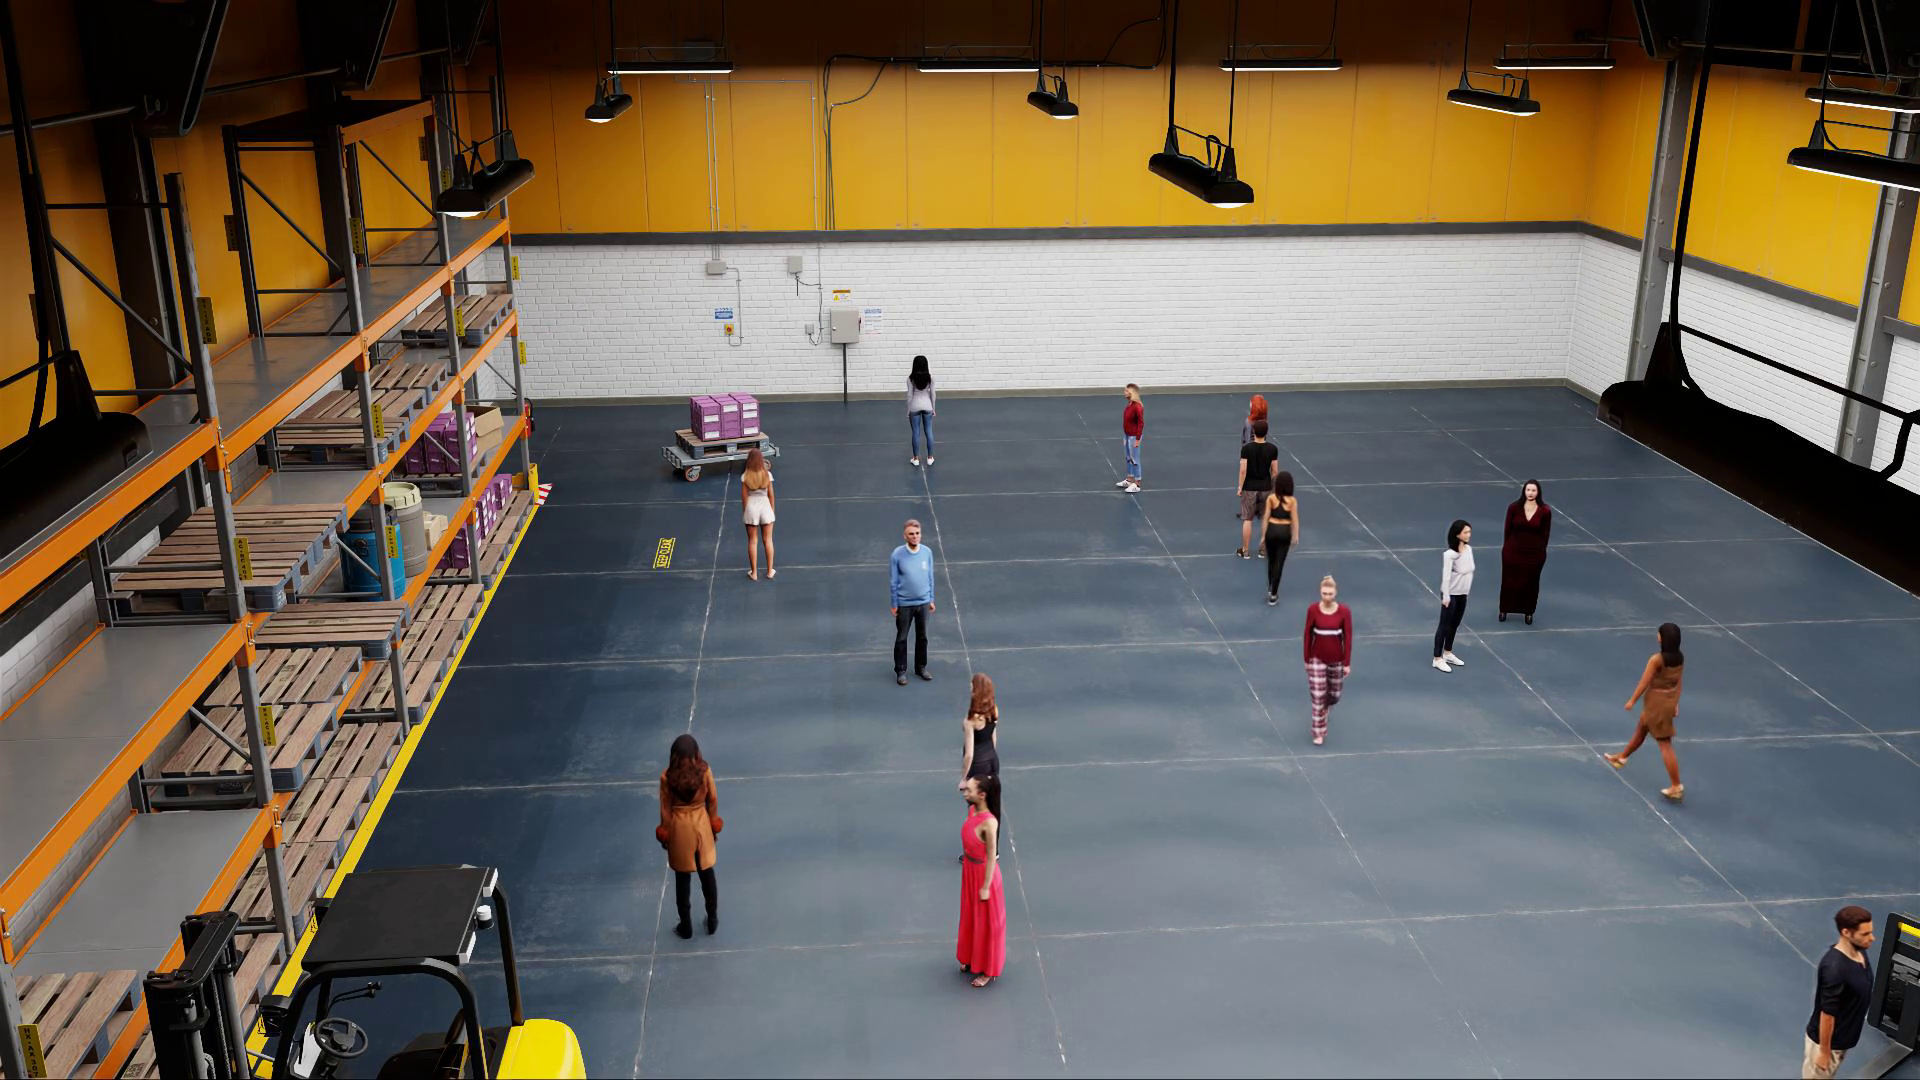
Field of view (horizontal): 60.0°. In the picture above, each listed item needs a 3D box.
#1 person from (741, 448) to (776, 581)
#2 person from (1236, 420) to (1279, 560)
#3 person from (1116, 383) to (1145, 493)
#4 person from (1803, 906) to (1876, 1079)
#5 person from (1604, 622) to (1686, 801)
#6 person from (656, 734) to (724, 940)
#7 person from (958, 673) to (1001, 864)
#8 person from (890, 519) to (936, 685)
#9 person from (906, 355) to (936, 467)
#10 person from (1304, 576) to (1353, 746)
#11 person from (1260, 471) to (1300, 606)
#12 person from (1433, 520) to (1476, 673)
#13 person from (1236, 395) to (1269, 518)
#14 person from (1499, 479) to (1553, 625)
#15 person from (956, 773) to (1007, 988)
[{"bbox_3d":[-2.548,-0.335,20.976,0.582,1.696,0.572,-3,19,-9],"label":"person"},{"bbox_3d":[3.872,-0.670,21.710,0.678,1.862,0.568,-1,19,-3],"label":"person"},{"bbox_3d":[2.553,-1.531,24.623,0.691,1.634,0.504,-5,19,-14],"label":"person"},{"bbox_3d":[5.478,3.118,10.470,0.752,1.857,0.710,17,25,41],"label":"person"},{"bbox_3d":[6.502,1.610,15.295,0.945,1.635,1.164,-13,23,-34],"label":"person"},{"bbox_3d":[-2.118,2.315,13.070,0.731,1.720,0.668,-6,20,-17],"label":"person"},{"bbox_3d":[0.192,1.945,14.124,0.718,1.748,0.653,14,23,36],"label":"person"},{"bbox_3d":[-0.516,0.635,17.901,0.715,1.820,0.672,-7,20,-20],"label":"person"},{"bbox_3d":[-0.612,-2.029,25.947,0.620,1.734,0.546,-3,19,-10],"label":"person"},{"bbox_3d":[3.652,1.167,16.542,0.764,1.679,0.950,4,19,10],"label":"person"},{"bbox_3d":[3.836,-0.005,20.106,0.790,1.625,0.931,6,20,18],"label":"person"},{"bbox_3d":[5.420,0.586,18.235,0.699,1.700,0.733,-16,25,-40],"label":"person"},{"bbox_3d":[4.126,-1.176,23.341,0.651,1.780,0.679,-15,24,-38],"label":"person"},{"bbox_3d":[6.625,0.126,19.510,0.756,1.757,0.755,7,20,20],"label":"person"},{"bbox_3d":[0.158,2.525,12.435,0.739,1.727,0.602,-7,20,-20],"label":"person"}]
